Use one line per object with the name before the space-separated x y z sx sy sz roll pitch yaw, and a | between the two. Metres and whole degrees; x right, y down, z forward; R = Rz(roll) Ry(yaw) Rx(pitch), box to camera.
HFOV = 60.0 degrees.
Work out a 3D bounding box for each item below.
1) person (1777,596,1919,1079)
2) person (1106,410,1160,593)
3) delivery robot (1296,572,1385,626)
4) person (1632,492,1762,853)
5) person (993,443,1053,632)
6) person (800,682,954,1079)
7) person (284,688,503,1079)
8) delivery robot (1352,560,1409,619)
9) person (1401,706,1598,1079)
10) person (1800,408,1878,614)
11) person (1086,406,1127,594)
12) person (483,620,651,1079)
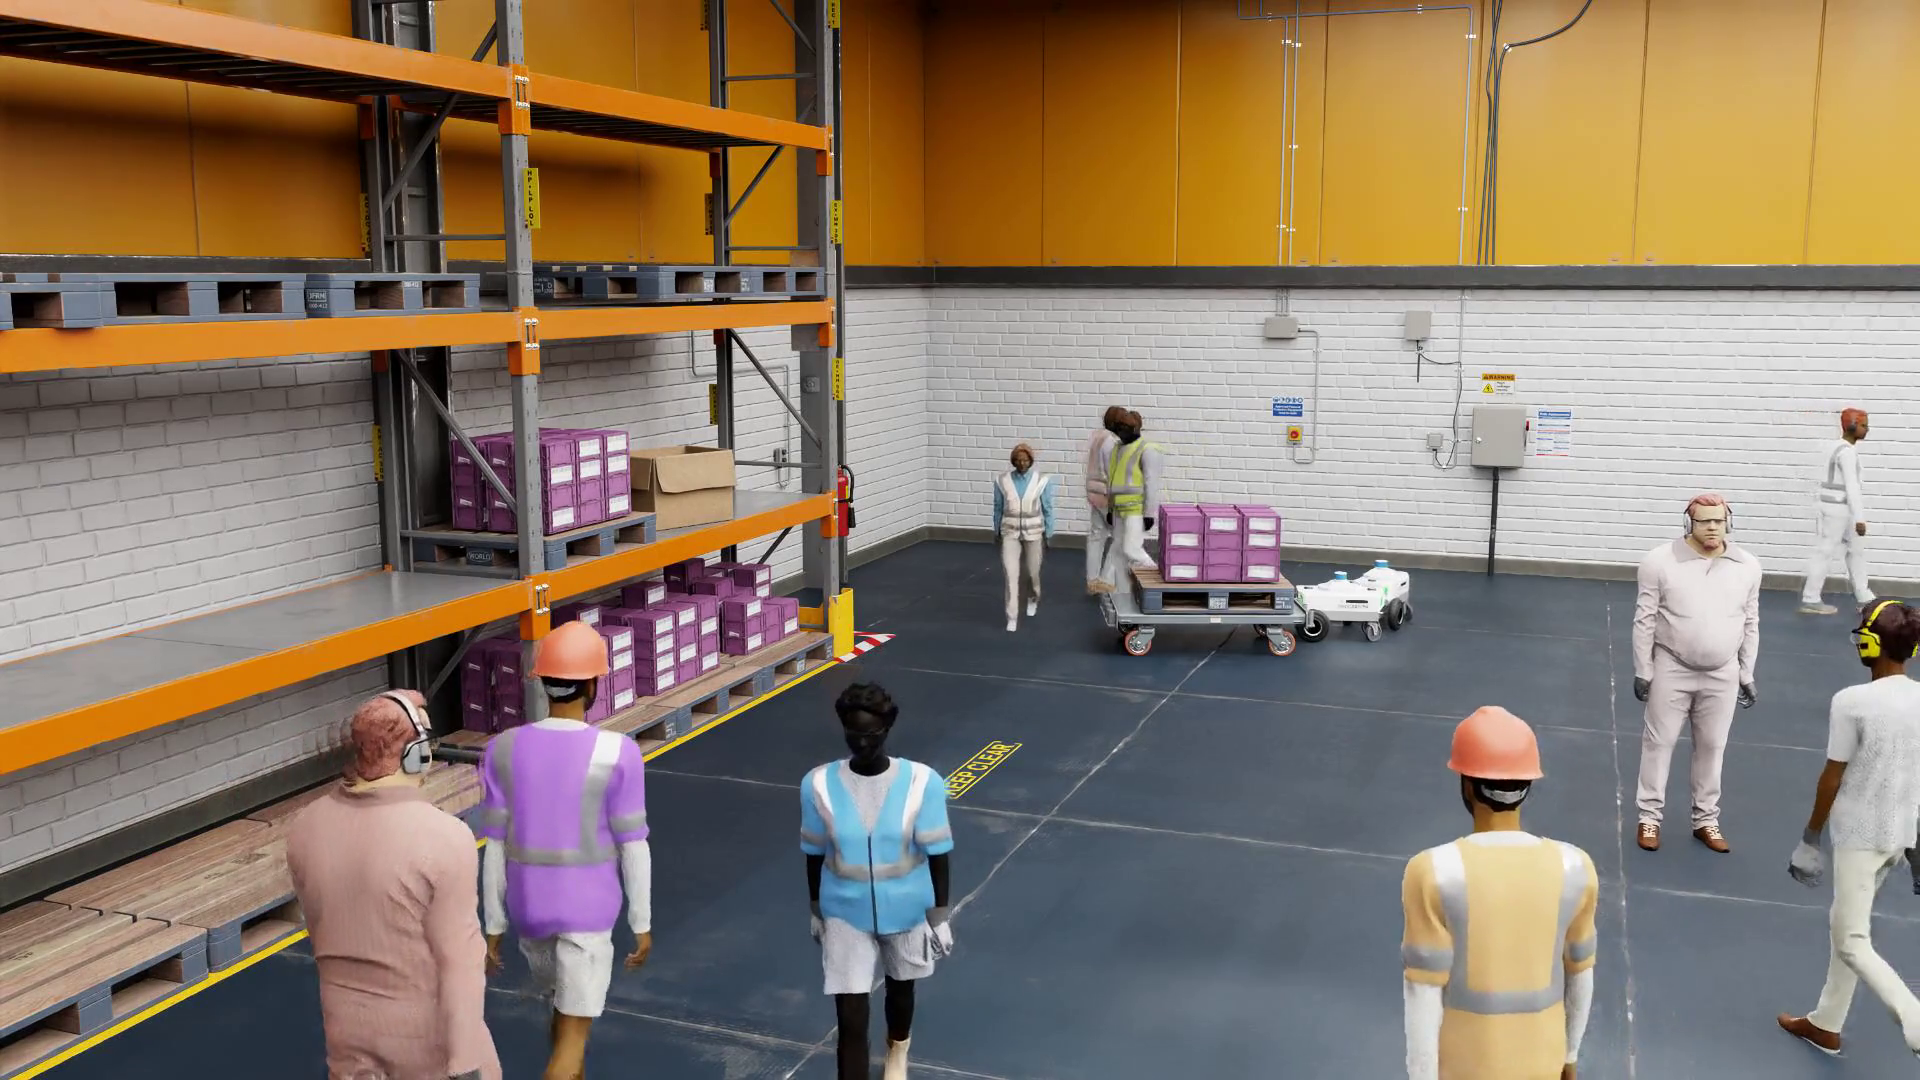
person | 3.445 1.138 6.192 0.518 1.848 0.833 -3 10 -21
person | 1.580 -0.268 15.078 0.526 1.830 0.648 -4 10 -23
delivery robot | 3.170 0.509 13.879 0.707 0.478 0.477 1 9 7
person | 3.875 0.697 8.755 0.639 1.911 0.406 1 9 6
person | 0.550 -0.054 14.436 0.522 1.610 0.762 1 9 5
person | -0.289 1.294 5.833 0.538 1.654 0.866 0 9 0
person | -1.513 1.341 4.749 0.659 1.882 0.785 4 10 22
delivery robot | 3.657 0.415 14.468 0.477 0.478 0.707 5 10 30
person | 1.449 1.389 4.521 0.562 1.884 1.033 0 9 -2
person | 7.958 -0.231 14.743 0.873 1.851 0.615 4 10 22
person | 1.404 -0.347 15.593 0.433 1.816 0.714 -1 9 -7
person | -1.326 1.233 5.484 0.557 1.899 0.911 2 9 11
